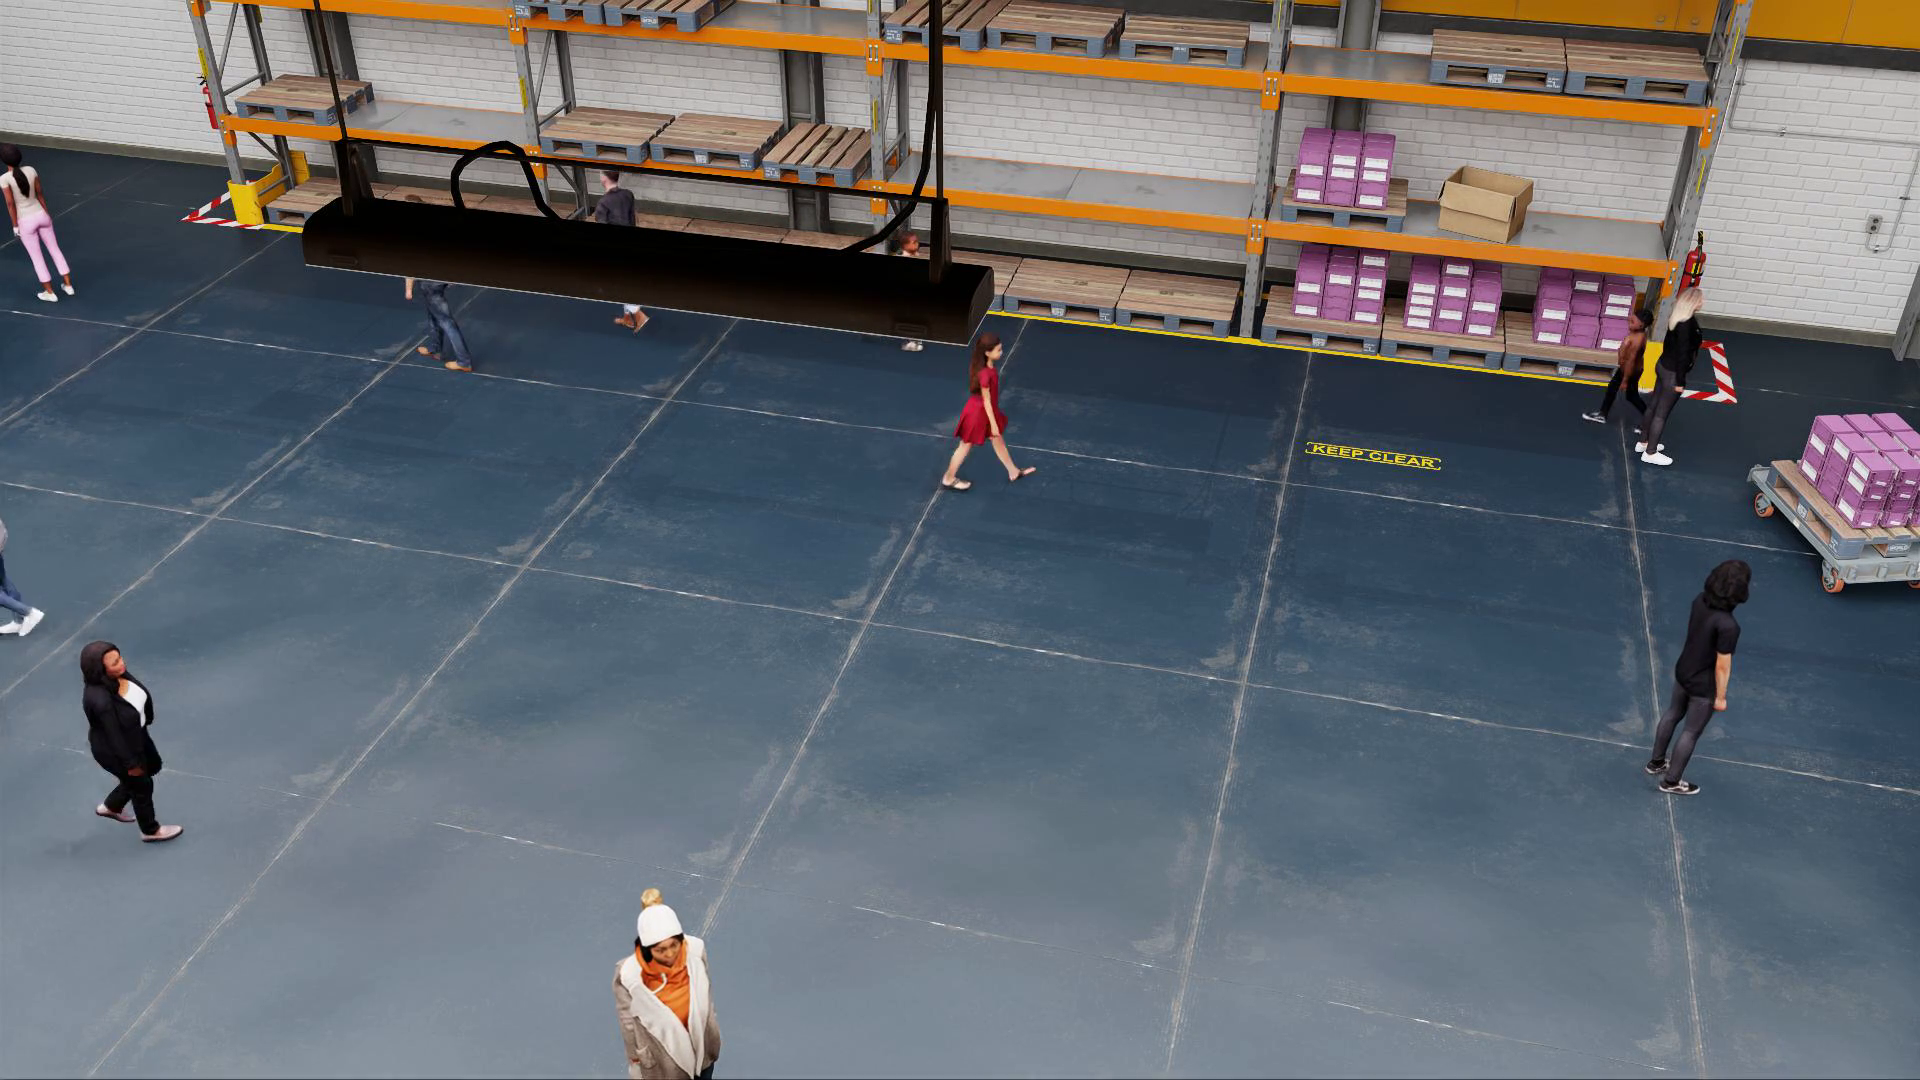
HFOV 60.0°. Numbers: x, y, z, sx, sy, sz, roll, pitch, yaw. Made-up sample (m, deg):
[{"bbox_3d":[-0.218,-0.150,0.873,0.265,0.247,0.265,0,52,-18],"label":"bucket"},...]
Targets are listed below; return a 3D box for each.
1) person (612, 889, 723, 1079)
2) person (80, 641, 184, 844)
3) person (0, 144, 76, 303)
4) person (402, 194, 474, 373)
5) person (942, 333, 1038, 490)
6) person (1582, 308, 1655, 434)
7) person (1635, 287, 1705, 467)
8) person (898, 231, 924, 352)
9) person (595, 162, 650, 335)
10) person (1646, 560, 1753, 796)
[{"bbox_3d":[-1.510,2.561,8.681,0.813,1.890,0.854,-24,40,-31],"label":"person"},{"bbox_3d":[-5.500,1.344,10.771,0.925,1.603,0.840,-9,35,-13],"label":"person"},{"bbox_3d":[-9.915,-3.400,17.784,0.605,1.740,0.631,20,38,27],"label":"person"},{"bbox_3d":[-5.080,-2.496,16.348,0.969,1.824,0.718,11,35,16],"label":"person"},{"bbox_3d":[0.100,-1.092,14.525,1.105,1.503,0.680,2,34,3],"label":"person"},{"bbox_3d":[6.309,-1.559,15.471,0.918,1.233,0.590,12,35,17],"label":"person"},{"bbox_3d":[6.383,-1.493,14.965,0.571,1.685,0.630,4,34,7],"label":"person"},{"bbox_3d":[-0.564,-2.530,16.873,0.500,1.300,0.531,5,34,8],"label":"person"},{"bbox_3d":[-3.429,-2.959,17.044,0.969,1.825,0.829,21,39,28],"label":"person"},{"bbox_3d":[4.972,0.906,11.224,0.648,1.831,0.687,-3,34,-4],"label":"person"}]
